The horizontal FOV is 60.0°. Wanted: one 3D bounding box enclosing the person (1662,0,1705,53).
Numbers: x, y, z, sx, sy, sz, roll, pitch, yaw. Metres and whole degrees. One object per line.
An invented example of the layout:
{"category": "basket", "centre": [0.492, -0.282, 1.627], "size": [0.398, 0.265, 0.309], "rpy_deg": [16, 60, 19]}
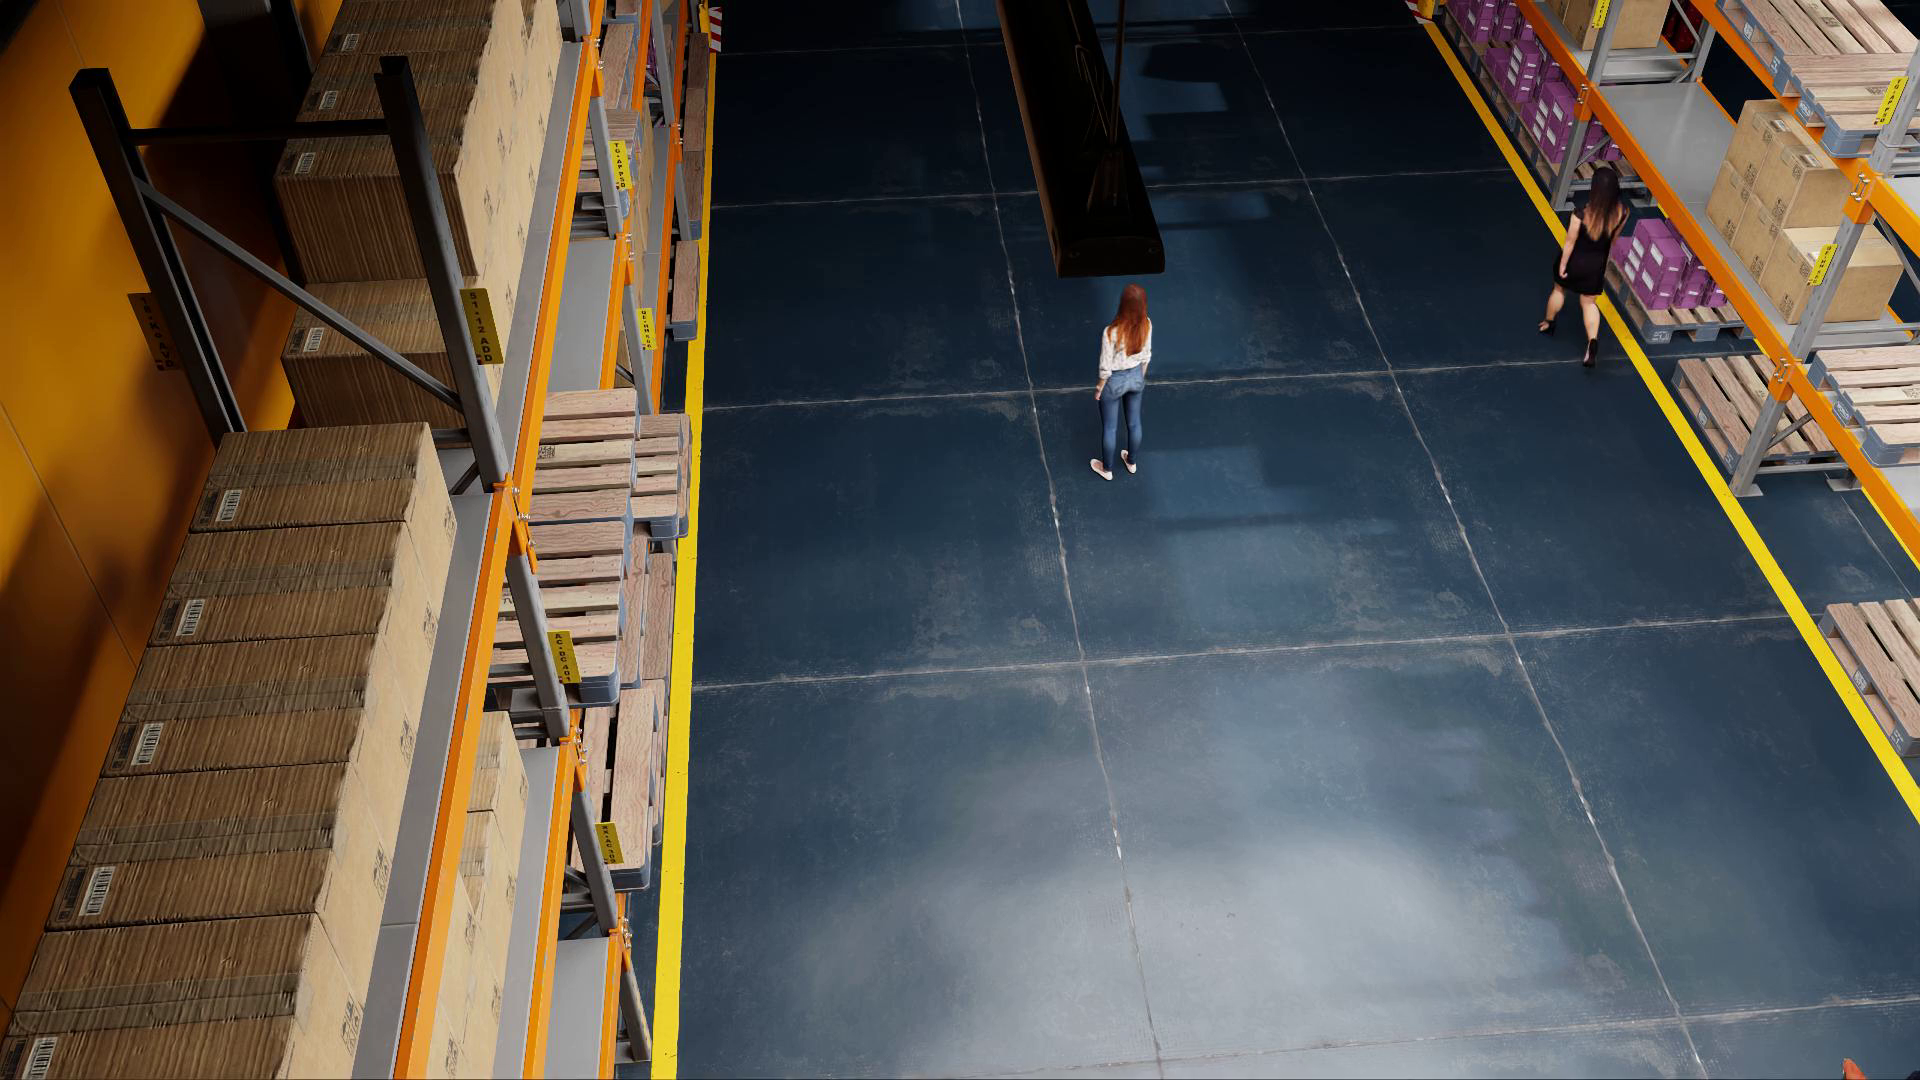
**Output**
{"category": "person", "centre": [7.654, -5.843, 17.259], "size": [0.735, 1.637, 0.718], "rpy_deg": [-17, 46, -17]}

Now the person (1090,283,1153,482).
{"category": "person", "centre": [1.205, -1.171, 12.289], "size": [0.639, 1.727, 0.611], "rpy_deg": [-17, 46, -17]}

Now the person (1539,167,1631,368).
{"category": "person", "centre": [5.056, -2.158, 13.357], "size": [0.640, 1.683, 1.012], "rpy_deg": [-3, 44, -3]}
